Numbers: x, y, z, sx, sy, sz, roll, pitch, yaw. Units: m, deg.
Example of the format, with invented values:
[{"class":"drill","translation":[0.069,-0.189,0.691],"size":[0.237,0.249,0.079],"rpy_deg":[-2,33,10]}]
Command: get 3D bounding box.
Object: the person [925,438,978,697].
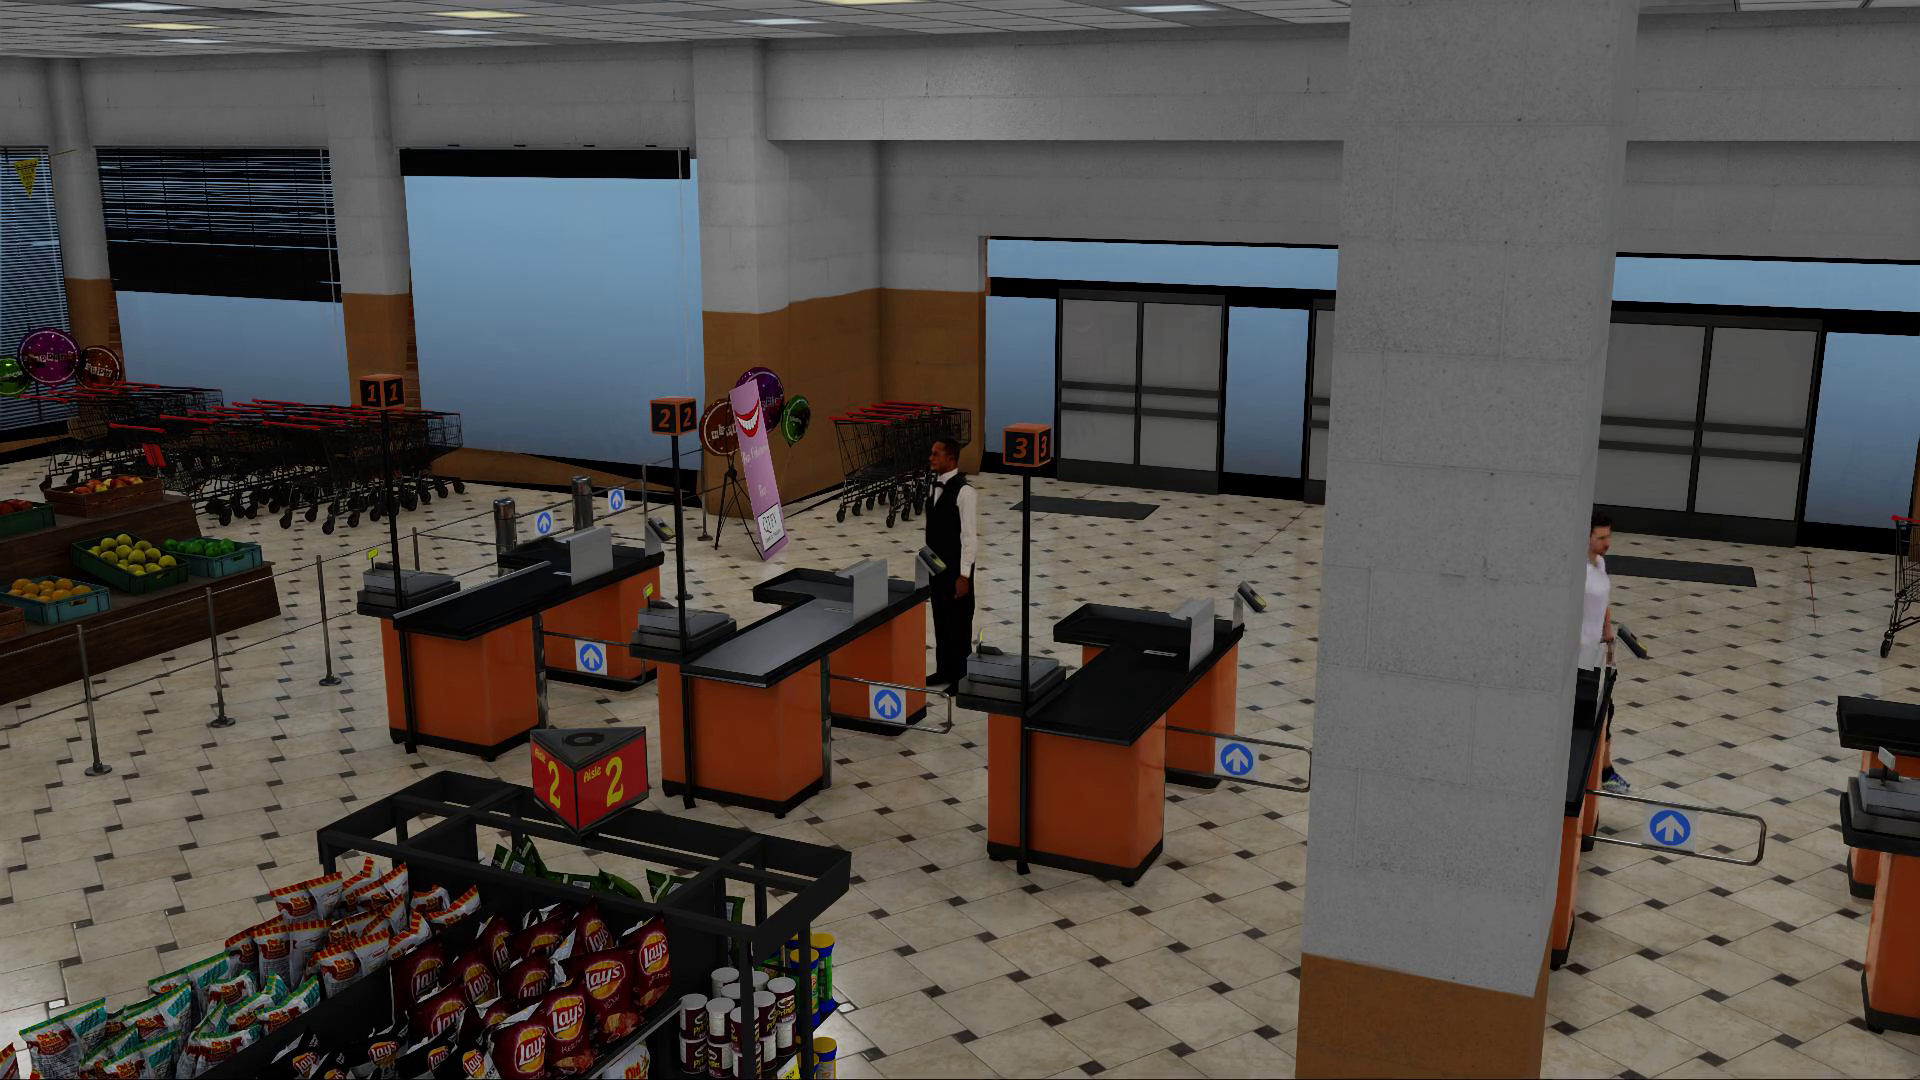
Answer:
[{"class":"person","translation":[-0.066,0.188,12.261],"size":[0.787,1.916,0.786],"rpy_deg":[-9,16,-31]}]
